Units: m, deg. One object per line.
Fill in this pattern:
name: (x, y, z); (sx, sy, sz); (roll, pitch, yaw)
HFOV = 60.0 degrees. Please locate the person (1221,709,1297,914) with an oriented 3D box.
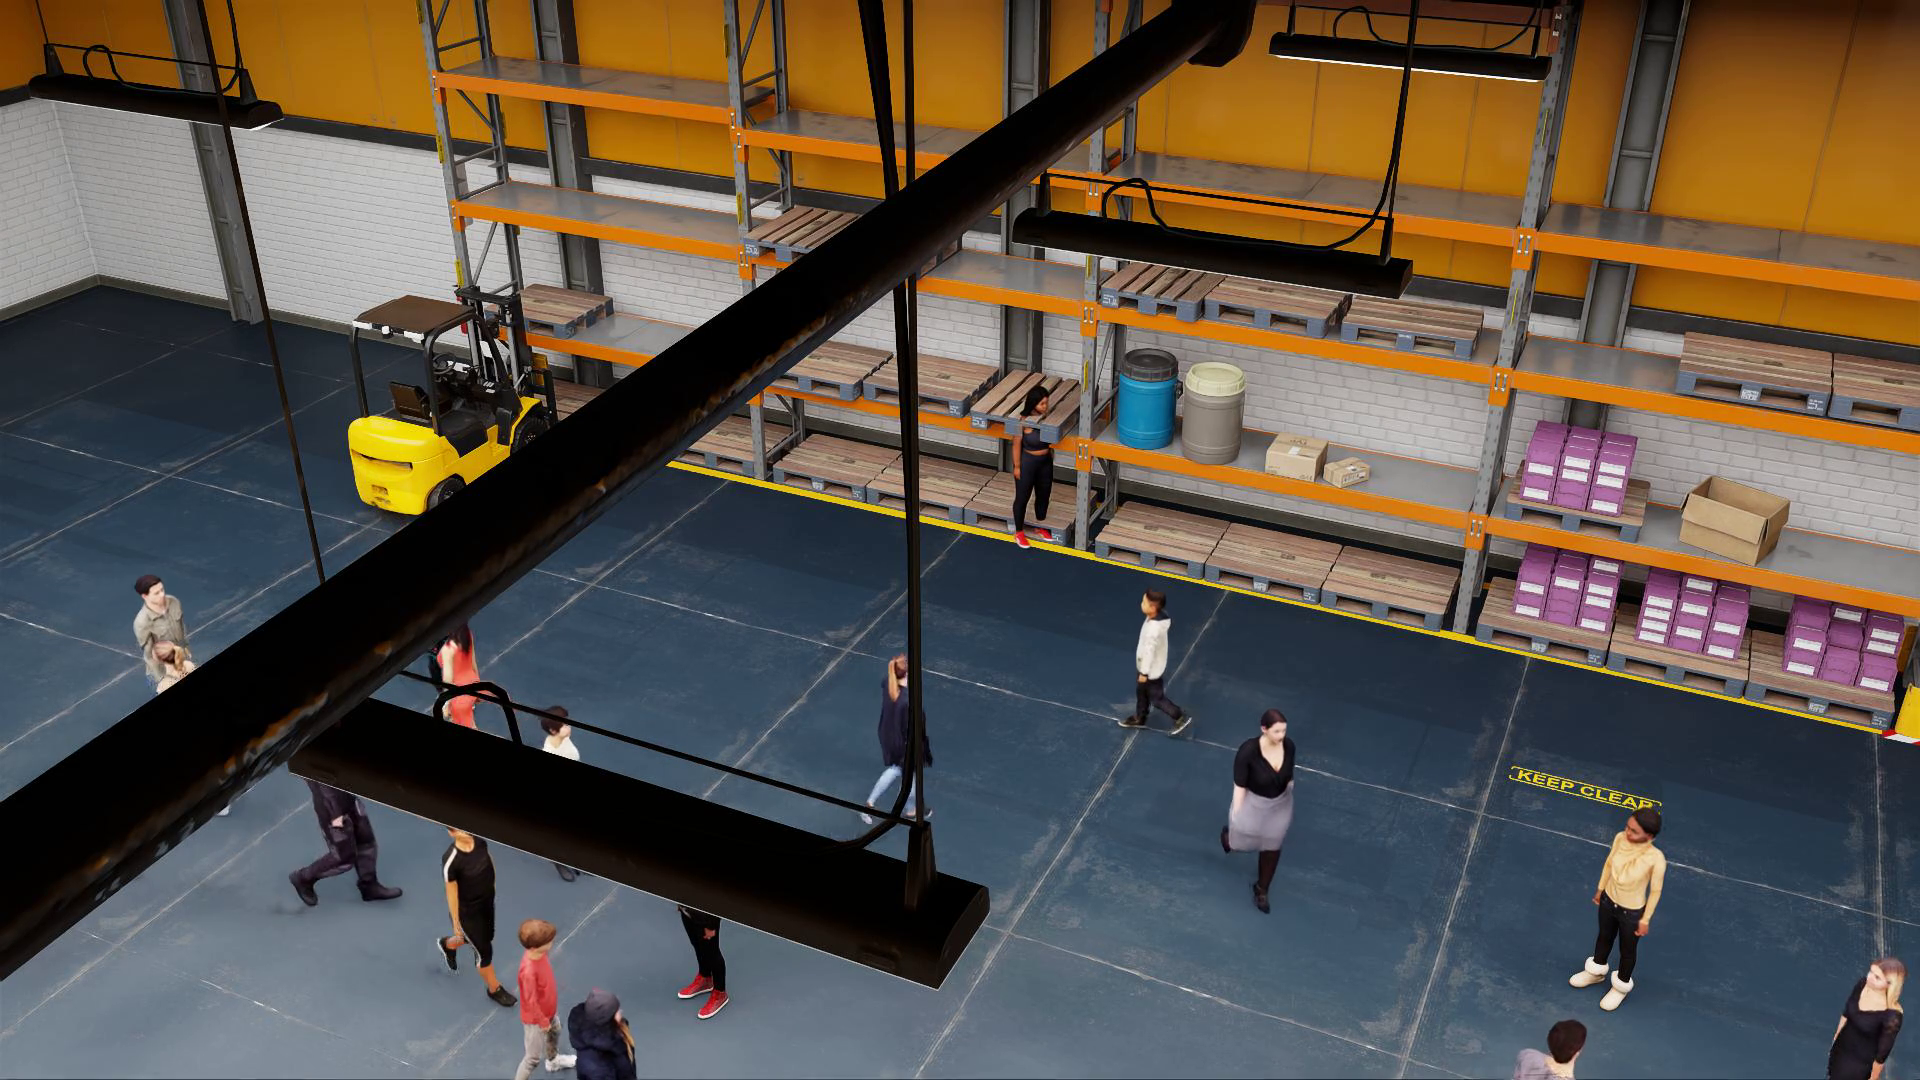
person: (2.232, 1.992, 12.587); (1.007, 1.740, 1.047); (-8, 30, -15)

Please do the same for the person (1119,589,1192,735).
person: (1.748, 1.096, 14.546); (0.945, 1.437, 0.758); (3, 29, 6)

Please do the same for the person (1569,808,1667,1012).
person: (4.662, 2.550, 11.649); (0.747, 1.659, 0.653); (-16, 32, -27)

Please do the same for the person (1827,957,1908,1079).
person: (5.660, 3.249, 10.368); (1.017, 1.657, 0.835); (-2, 29, -4)

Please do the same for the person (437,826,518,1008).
person: (-3.484, 2.543, 11.672); (0.933, 1.648, 0.586); (13, 31, 23)

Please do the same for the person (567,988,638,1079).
person: (-2.233, 3.429, 10.073); (1.212, 1.625, 1.004); (-2, 29, -3)

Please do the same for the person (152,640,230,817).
person: (-6.163, 1.540, 13.464); (0.619, 1.694, 0.627); (7, 29, 12)

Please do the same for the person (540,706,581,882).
person: (-3.056, 1.961, 12.807); (0.724, 1.585, 0.700); (3, 29, 5)

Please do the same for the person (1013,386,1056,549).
person: (0.780, -0.811, 17.646); (0.771, 1.815, 0.804); (-15, 32, -26)

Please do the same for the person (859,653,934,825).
person: (-0.527, 1.640, 13.309); (0.925, 1.666, 0.951); (-21, 35, -33)

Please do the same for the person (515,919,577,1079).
person: (-2.781, 3.070, 10.961); (0.802, 1.405, 0.813); (0, 29, 0)

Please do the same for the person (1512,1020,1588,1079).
person: (3.262, 3.565, 9.622); (1.078, 1.818, 1.127); (-15, 32, -25)

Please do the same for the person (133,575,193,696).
person: (-6.796, 1.081, 14.146); (0.681, 1.846, 0.761); (7, 29, 13)
